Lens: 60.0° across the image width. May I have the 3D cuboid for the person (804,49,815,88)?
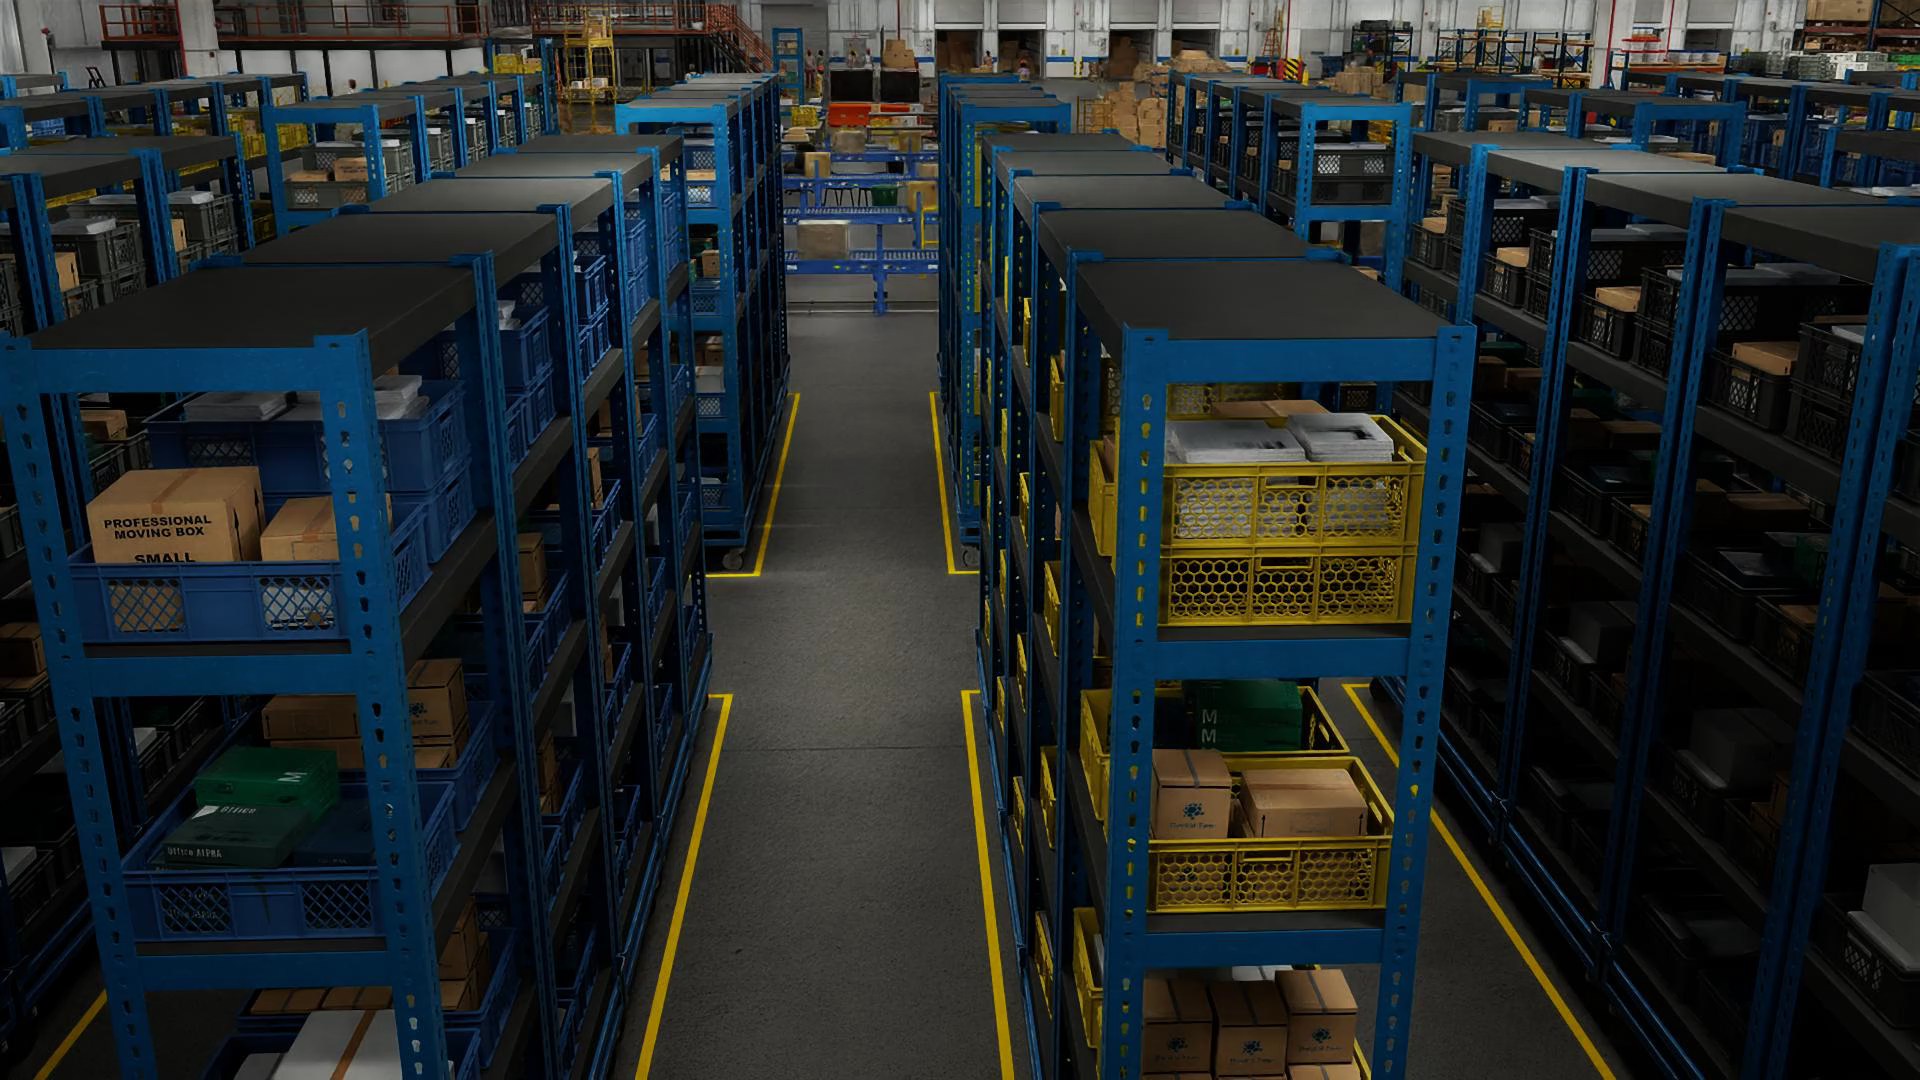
[{"bbox_3d":[-7.860,-24.628,86.893,0.615,1.994,0.381,4,18,13],"label":"person"}]

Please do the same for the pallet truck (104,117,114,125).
[{"bbox_3d":[-18.367,-7.885,35.078,1.885,1.965,0.823,1,18,2],"label":"pallet truck"}]

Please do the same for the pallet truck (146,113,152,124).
[{"bbox_3d":[-18.087,-8.309,36.390,1.885,1.965,0.823,-1,18,-4],"label":"pallet truck"}]

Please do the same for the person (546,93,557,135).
[{"bbox_3d":[-11.669,-11.839,47.585,0.934,1.836,0.536,13,22,34],"label":"person"}]

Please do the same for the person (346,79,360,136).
[{"bbox_3d":[-20.202,-14.399,55.432,0.479,1.880,0.581,3,18,10],"label":"person"}]

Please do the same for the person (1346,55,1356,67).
[{"bbox_3d":[19.596,-23.268,82.987,0.638,1.806,0.824,-10,21,-29],"label":"person"}]

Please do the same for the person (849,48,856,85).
[{"bbox_3d":[-5.858,-25.823,90.717,0.392,1.916,0.587,6,19,18],"label":"person"}]

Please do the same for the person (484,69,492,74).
[{"bbox_3d":[-17.953,-16.925,63.197,0.464,1.907,0.583,-2,18,-6],"label":"person"}]

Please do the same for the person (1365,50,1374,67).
[{"bbox_3d":[20.965,-24.162,85.472,0.714,1.977,0.630,-1,18,-2],"label":"person"}]

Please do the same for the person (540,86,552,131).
[{"bbox_3d":[-13.874,-14.434,55.714,0.522,1.769,0.311,-10,20,-28],"label":"person"}]

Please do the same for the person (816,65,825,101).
[{"bbox_3d":[-5.485,-17.680,65.476,0.347,1.943,0.545,-3,18,-9],"label":"person"}]

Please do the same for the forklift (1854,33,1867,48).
[{"bbox_3d":[45.252,-24.022,83.600,1.873,2.768,1.129,-10,21,-29],"label":"forklift"}]

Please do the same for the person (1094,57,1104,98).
[{"bbox_3d":[6.501,-21.600,77.745,0.602,1.850,0.565,-6,19,-19],"label":"person"}]

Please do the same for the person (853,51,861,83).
[{"bbox_3d":[-5.783,-26.365,92.704,0.887,1.727,0.532,-14,23,-37],"label":"person"}]

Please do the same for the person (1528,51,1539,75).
[{"bbox_3d":[30.323,-24.970,88.171,0.946,1.839,0.606,-12,22,-33],"label":"person"}]

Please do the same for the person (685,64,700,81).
[{"bbox_3d":[-10.434,-17.548,64.910,0.684,2.000,0.536,-11,21,-30],"label":"person"}]

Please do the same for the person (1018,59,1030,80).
[{"bbox_3d":[2.617,-18.976,69.327,0.609,2.043,0.392,-13,22,-35],"label":"person"}]

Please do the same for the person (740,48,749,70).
[{"bbox_3d":[-11.849,-25.893,90.938,0.864,1.920,0.611,5,19,16],"label":"person"}]

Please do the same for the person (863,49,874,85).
[{"bbox_3d":[-4.969,-25.726,90.473,0.574,1.881,0.999,1,18,3],"label":"person"}]

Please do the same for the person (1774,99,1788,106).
[{"bbox_3d":[25.728,-13.290,52.279,0.536,1.700,0.318,-10,20,-27],"label":"person"}]

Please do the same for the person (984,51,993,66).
[{"bbox_3d":[1.613,-26.939,94.536,0.532,1.688,0.323,1,18,4],"label":"person"}]

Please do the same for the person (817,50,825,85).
[{"bbox_3d":[-7.563,-25.633,90.260,0.429,1.839,0.622,-3,18,-10],"label":"person"}]

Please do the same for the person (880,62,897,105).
[{"bbox_3d":[-3.145,-19.184,70.211,0.885,1.901,0.654,-4,18,-13],"label":"person"}]

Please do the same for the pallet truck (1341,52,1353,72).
[{"bbox_3d":[18.794,-23.123,82.231,0.823,1.965,1.885,-13,22,-35],"label":"pallet truck"}]
